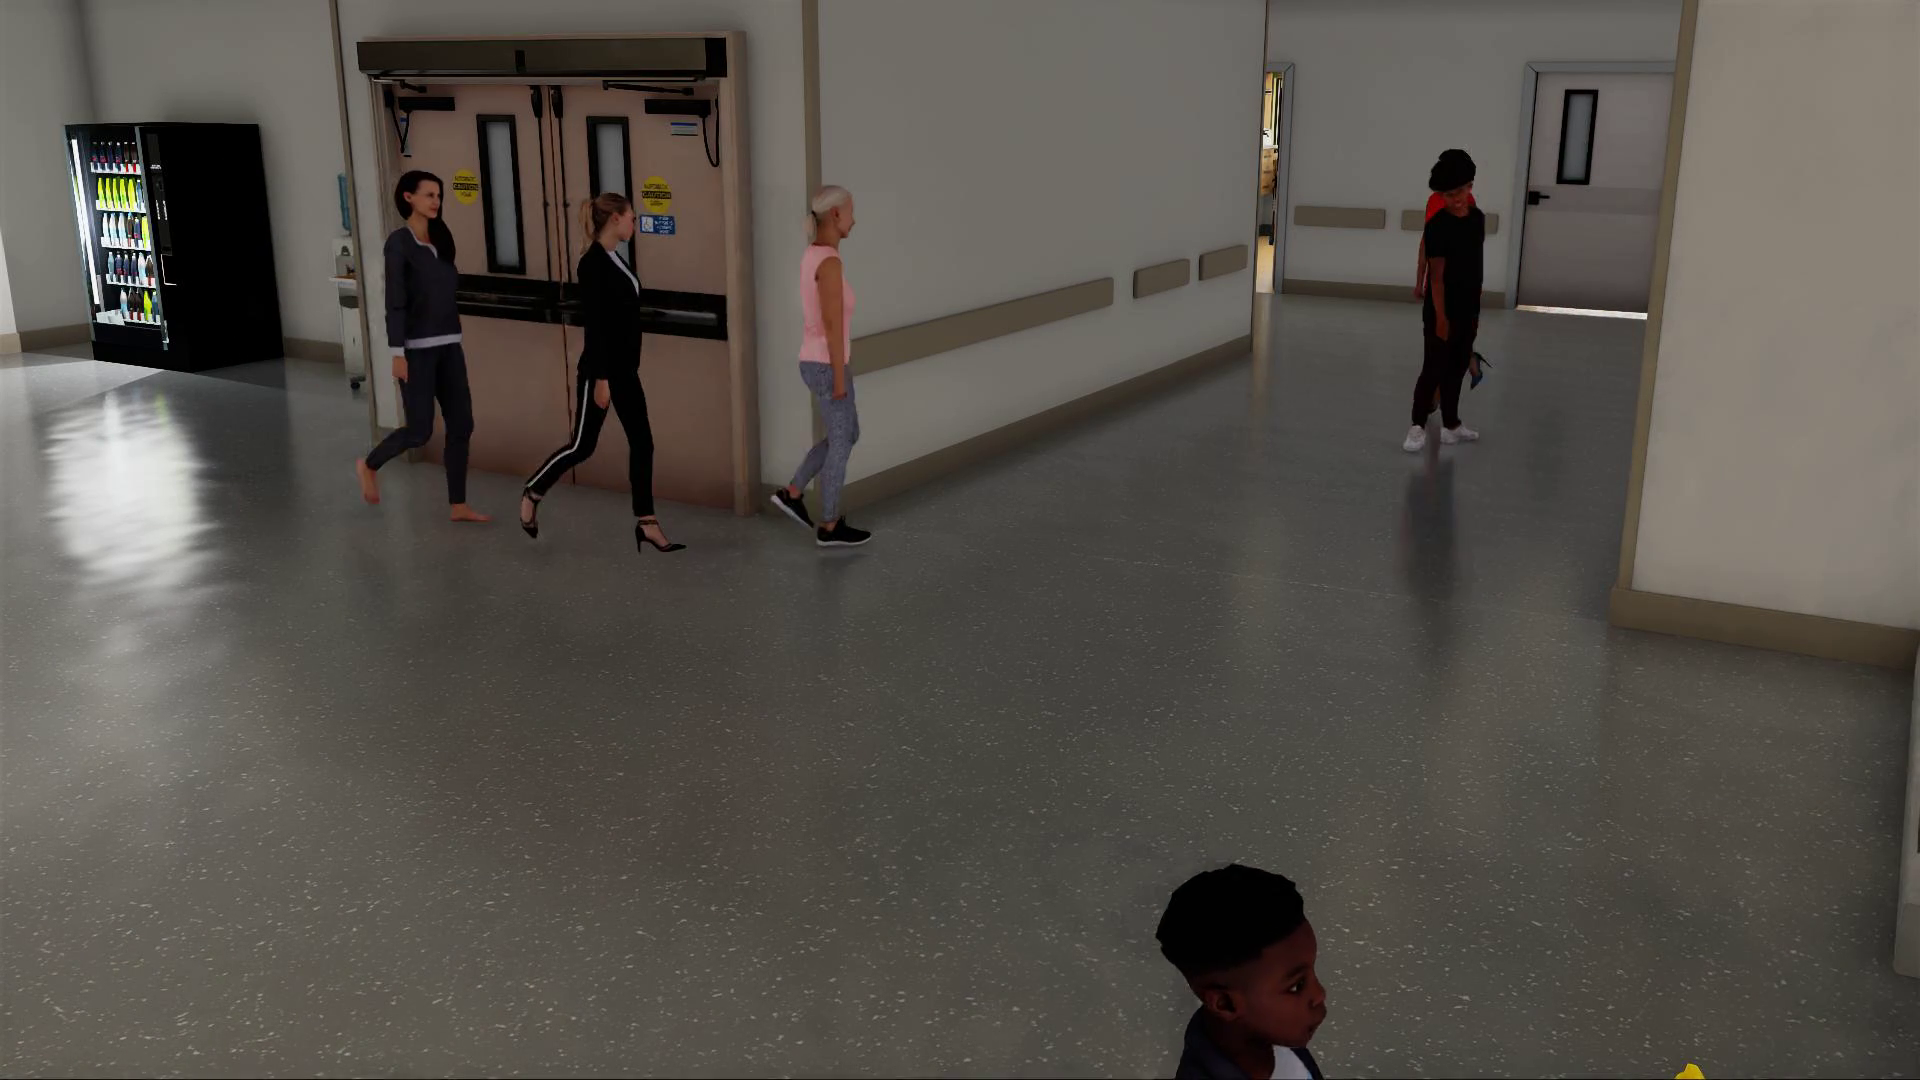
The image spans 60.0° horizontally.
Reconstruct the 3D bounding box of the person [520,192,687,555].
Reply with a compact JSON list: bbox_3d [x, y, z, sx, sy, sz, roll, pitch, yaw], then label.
[{"bbox_3d":[-1.725,-0.732,7.729,1.151,1.663,0.865,5,16,16],"label":"person"}]

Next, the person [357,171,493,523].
[{"bbox_3d":[-2.731,-0.942,8.316,1.023,1.749,0.712,6,17,21],"label":"person"}]

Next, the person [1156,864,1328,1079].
[{"bbox_3d":[0.307,1.019,2.258,0.568,1.263,0.537,7,17,22],"label":"person"}]

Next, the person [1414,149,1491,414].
[{"bbox_3d":[3.313,-1.709,11.086,0.927,1.723,0.940,-9,18,-30],"label":"person"}]

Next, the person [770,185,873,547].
[{"bbox_3d":[-0.711,-0.805,7.902,0.816,1.710,0.761,-5,16,-16],"label":"person"}]

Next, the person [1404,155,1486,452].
[{"bbox_3d":[2.984,-1.429,10.034,0.723,1.755,0.889,11,19,33],"label":"person"}]
